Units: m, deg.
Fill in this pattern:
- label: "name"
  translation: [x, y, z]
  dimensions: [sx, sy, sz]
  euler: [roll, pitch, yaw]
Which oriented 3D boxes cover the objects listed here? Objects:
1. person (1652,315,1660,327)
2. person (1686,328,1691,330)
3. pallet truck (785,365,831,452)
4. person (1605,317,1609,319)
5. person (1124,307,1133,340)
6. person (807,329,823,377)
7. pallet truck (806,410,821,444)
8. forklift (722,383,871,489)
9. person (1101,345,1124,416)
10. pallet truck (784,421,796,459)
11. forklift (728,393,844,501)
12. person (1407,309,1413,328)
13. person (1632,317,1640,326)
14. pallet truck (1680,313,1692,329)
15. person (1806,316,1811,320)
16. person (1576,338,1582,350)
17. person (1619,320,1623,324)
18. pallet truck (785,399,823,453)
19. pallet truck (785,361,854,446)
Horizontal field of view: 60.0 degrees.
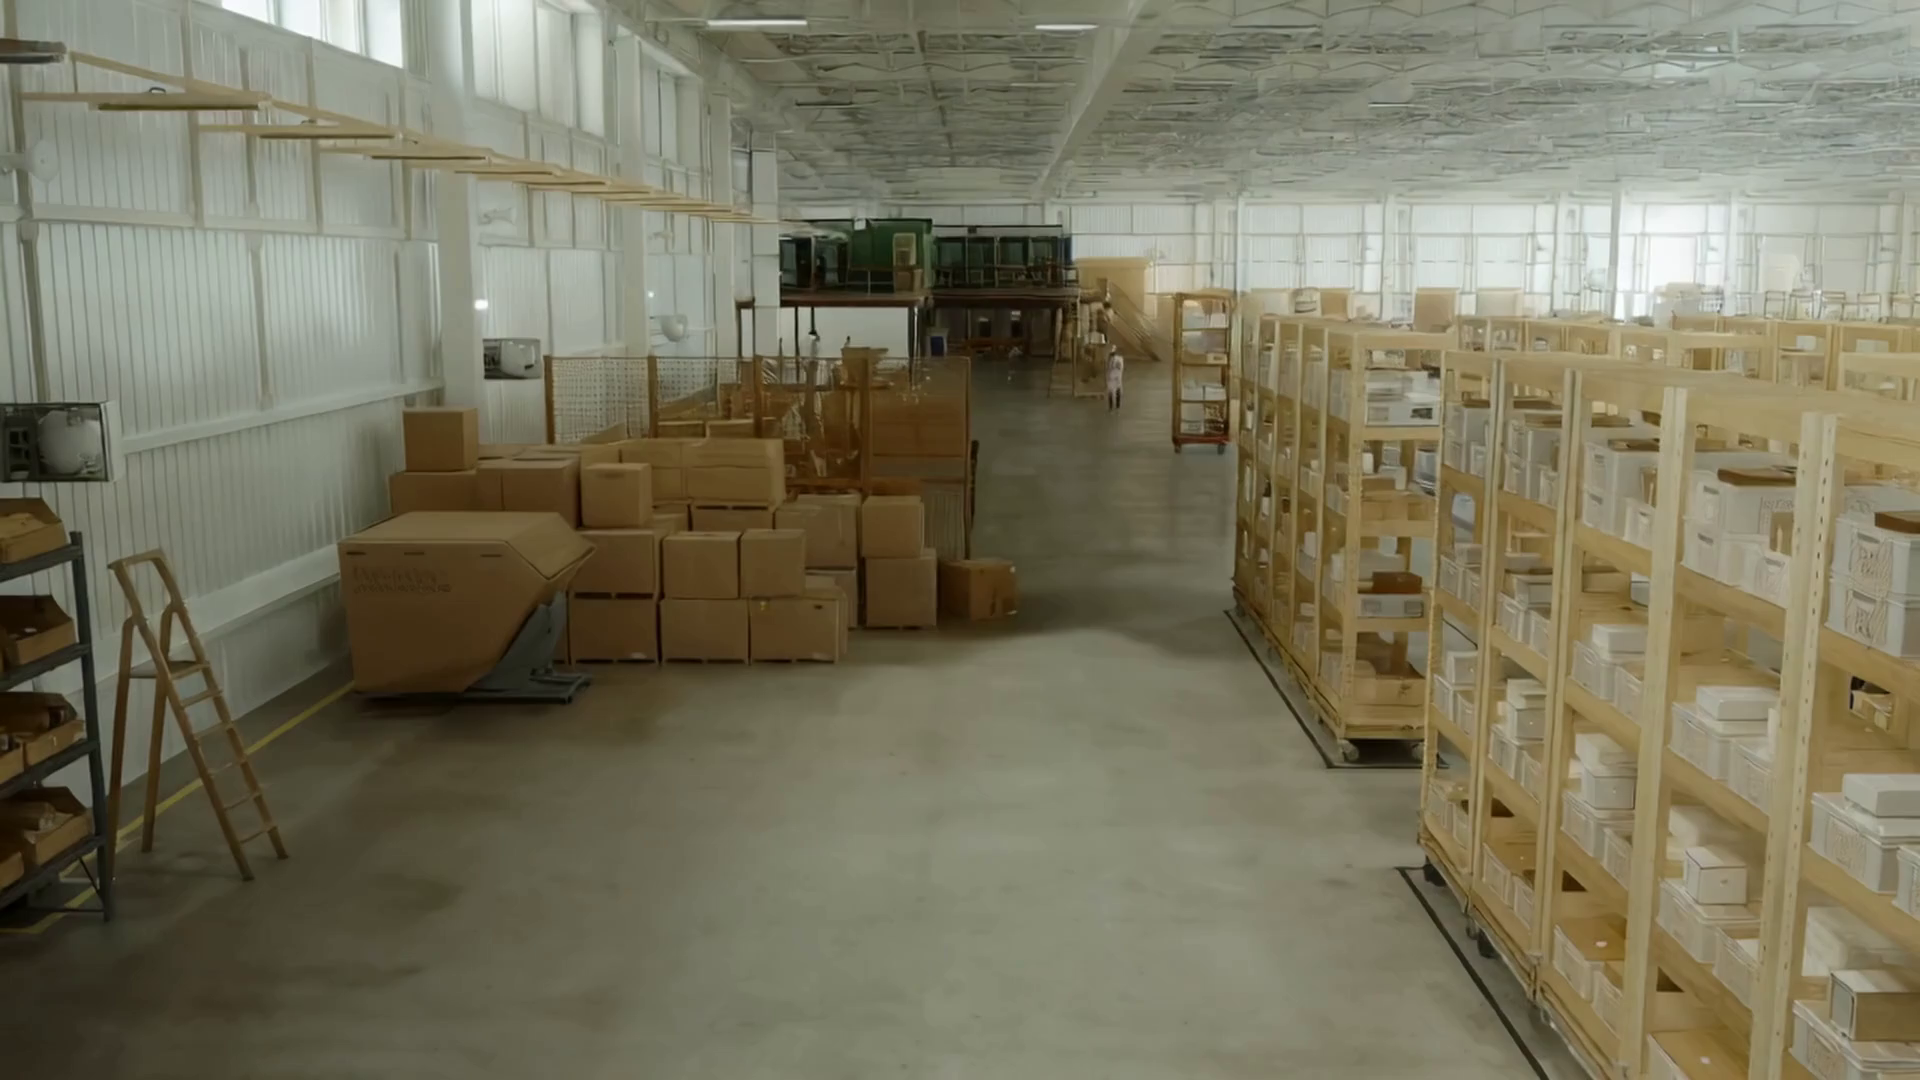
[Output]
- label: "person"
  translation: [36.213, -10.795, 86.484]
  dimensions: [0.896, 1.807, 0.623]
  euler: [7, 12, 38]
- label: "person"
  translation: [26.685, -6.790, 61.171]
  dimensions: [0.396, 1.992, 0.623]
  euler: [-4, 10, -25]
- label: "pallet truck"
  translation: [-3.774, -2.976, 37.635]
  dimensions: [1.885, 1.965, 0.823]
  euler: [1, 9, 5]
- label: "person"
  translation: [30.231, -9.475, 77.998]
  dimensions: [0.863, 1.903, 0.635]
  euler: [6, 11, 34]
- label: "person"
  translation: [9.939, -12.747, 98.058]
  dimensions: [0.605, 1.948, 0.404]
  euler: [-3, 10, -21]
- label: "person"
  translation: [-5.612, -7.202, 64.178]
  dimensions: [0.636, 1.860, 0.548]
  euler: [3, 10, 18]
- label: "pallet truck"
  translation: [-3.559, -2.018, 33.905]
  dimensions: [1.522, 1.261, 0.704]
  euler: [0, 9, -1]
- label: "forklift"
  translation: [-2.893, -1.687, 28.729]
  dimensions: [2.680, 1.987, 1.157]
  euler: [0, 9, -1]
- label: "person"
  translation: [4.317, -4.522, 47.110]
  dimensions: [0.639, 2.014, 0.512]
  euler: [2, 9, 14]
- label: "pallet truck"
  translation: [-4.013, -1.793, 32.705]
  dimensions: [1.601, 1.201, 0.680]
  euler: [0, 9, 1]
- label: "forklift"
  translation: [-2.979, -1.316, 26.476]
  dimensions: [2.680, 1.987, 1.157]
  euler: [0, 9, 1]
- label: "person"
  translation: [25.598, -12.180, 94.664]
  dimensions: [0.397, 1.918, 0.588]
  euler: [6, 11, 32]
- label: "person"
  translation: [31.742, -9.509, 78.182]
  dimensions: [0.592, 1.922, 0.400]
  euler: [0, 9, -2]
- label: "pallet truck"
  translation: [36.315, -10.531, 84.244]
  dimensions: [0.823, 1.965, 1.885]
  euler: [-6, 11, -33]
- label: "person"
  translation: [41.339, -10.020, 81.446]
  dimensions: [0.651, 1.881, 0.648]
  euler: [8, 12, 40]
- label: "person"
  translation: [24.803, -7.808, 67.310]
  dimensions: [0.674, 2.000, 0.536]
  euler: [2, 9, 13]
- label: "person"
  translation: [32.815, -10.085, 82.534]
  dimensions: [0.803, 1.644, 0.582]
  euler: [-2, 9, -14]
- label: "pallet truck"
  translation: [-3.814, -2.432, 36.419]
  dimensions: [1.630, 1.274, 0.653]
  euler: [0, 9, 1]
- label: "pallet truck"
  translation: [-3.410, -3.193, 38.978]
  dimensions: [1.885, 1.965, 0.823]
  euler: [0, 9, -1]
